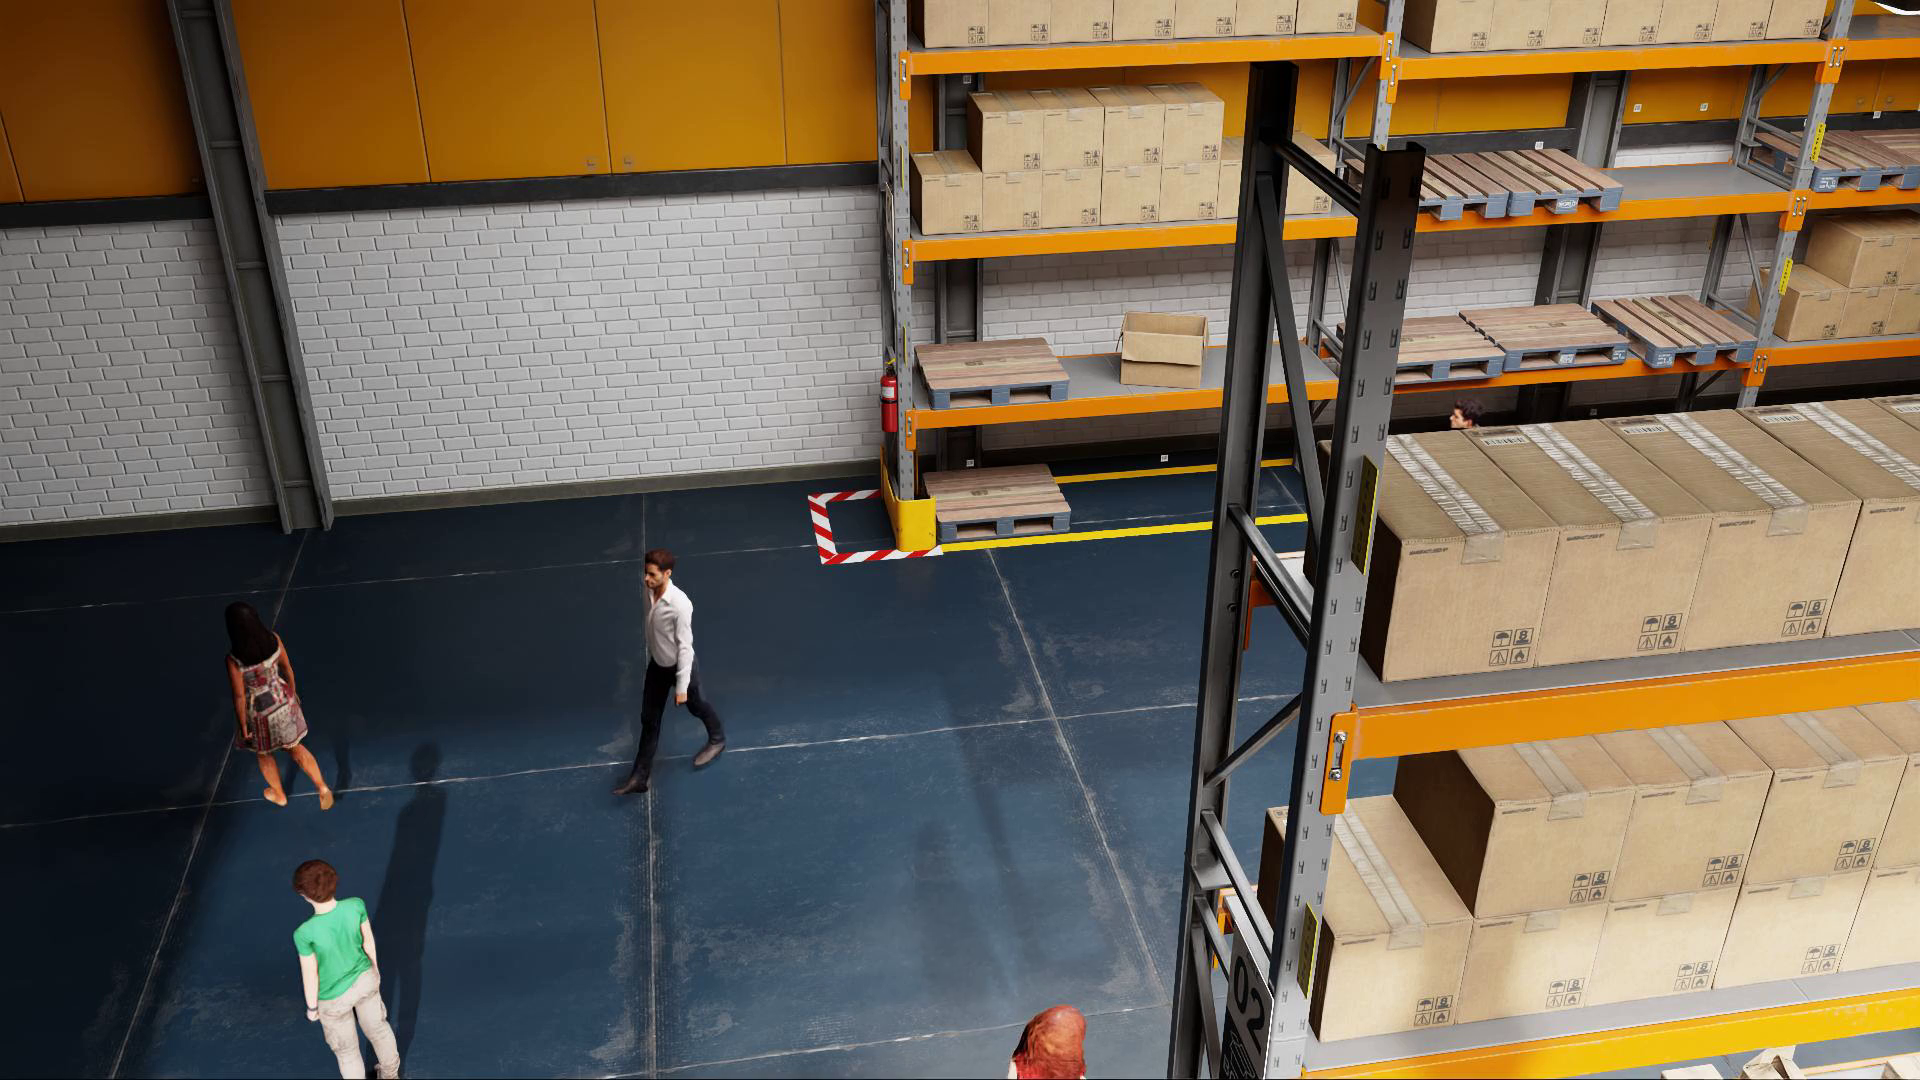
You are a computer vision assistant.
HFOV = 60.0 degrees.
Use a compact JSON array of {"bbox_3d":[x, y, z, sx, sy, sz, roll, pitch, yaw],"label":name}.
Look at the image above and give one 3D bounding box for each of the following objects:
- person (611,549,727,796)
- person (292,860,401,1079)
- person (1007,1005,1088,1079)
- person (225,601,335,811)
[{"bbox_3d":[-1.889,0.853,11.399,1.168,1.822,1.284,22,36,35],"label":"person"},{"bbox_3d":[-3.240,2.370,8.795,0.720,1.652,0.651,21,35,33],"label":"person"},{"bbox_3d":[0.335,2.929,7.634,1.023,1.783,1.112,21,35,33],"label":"person"},{"bbox_3d":[-4.545,1.162,11.039,1.040,1.624,0.982,19,34,30],"label":"person"}]
